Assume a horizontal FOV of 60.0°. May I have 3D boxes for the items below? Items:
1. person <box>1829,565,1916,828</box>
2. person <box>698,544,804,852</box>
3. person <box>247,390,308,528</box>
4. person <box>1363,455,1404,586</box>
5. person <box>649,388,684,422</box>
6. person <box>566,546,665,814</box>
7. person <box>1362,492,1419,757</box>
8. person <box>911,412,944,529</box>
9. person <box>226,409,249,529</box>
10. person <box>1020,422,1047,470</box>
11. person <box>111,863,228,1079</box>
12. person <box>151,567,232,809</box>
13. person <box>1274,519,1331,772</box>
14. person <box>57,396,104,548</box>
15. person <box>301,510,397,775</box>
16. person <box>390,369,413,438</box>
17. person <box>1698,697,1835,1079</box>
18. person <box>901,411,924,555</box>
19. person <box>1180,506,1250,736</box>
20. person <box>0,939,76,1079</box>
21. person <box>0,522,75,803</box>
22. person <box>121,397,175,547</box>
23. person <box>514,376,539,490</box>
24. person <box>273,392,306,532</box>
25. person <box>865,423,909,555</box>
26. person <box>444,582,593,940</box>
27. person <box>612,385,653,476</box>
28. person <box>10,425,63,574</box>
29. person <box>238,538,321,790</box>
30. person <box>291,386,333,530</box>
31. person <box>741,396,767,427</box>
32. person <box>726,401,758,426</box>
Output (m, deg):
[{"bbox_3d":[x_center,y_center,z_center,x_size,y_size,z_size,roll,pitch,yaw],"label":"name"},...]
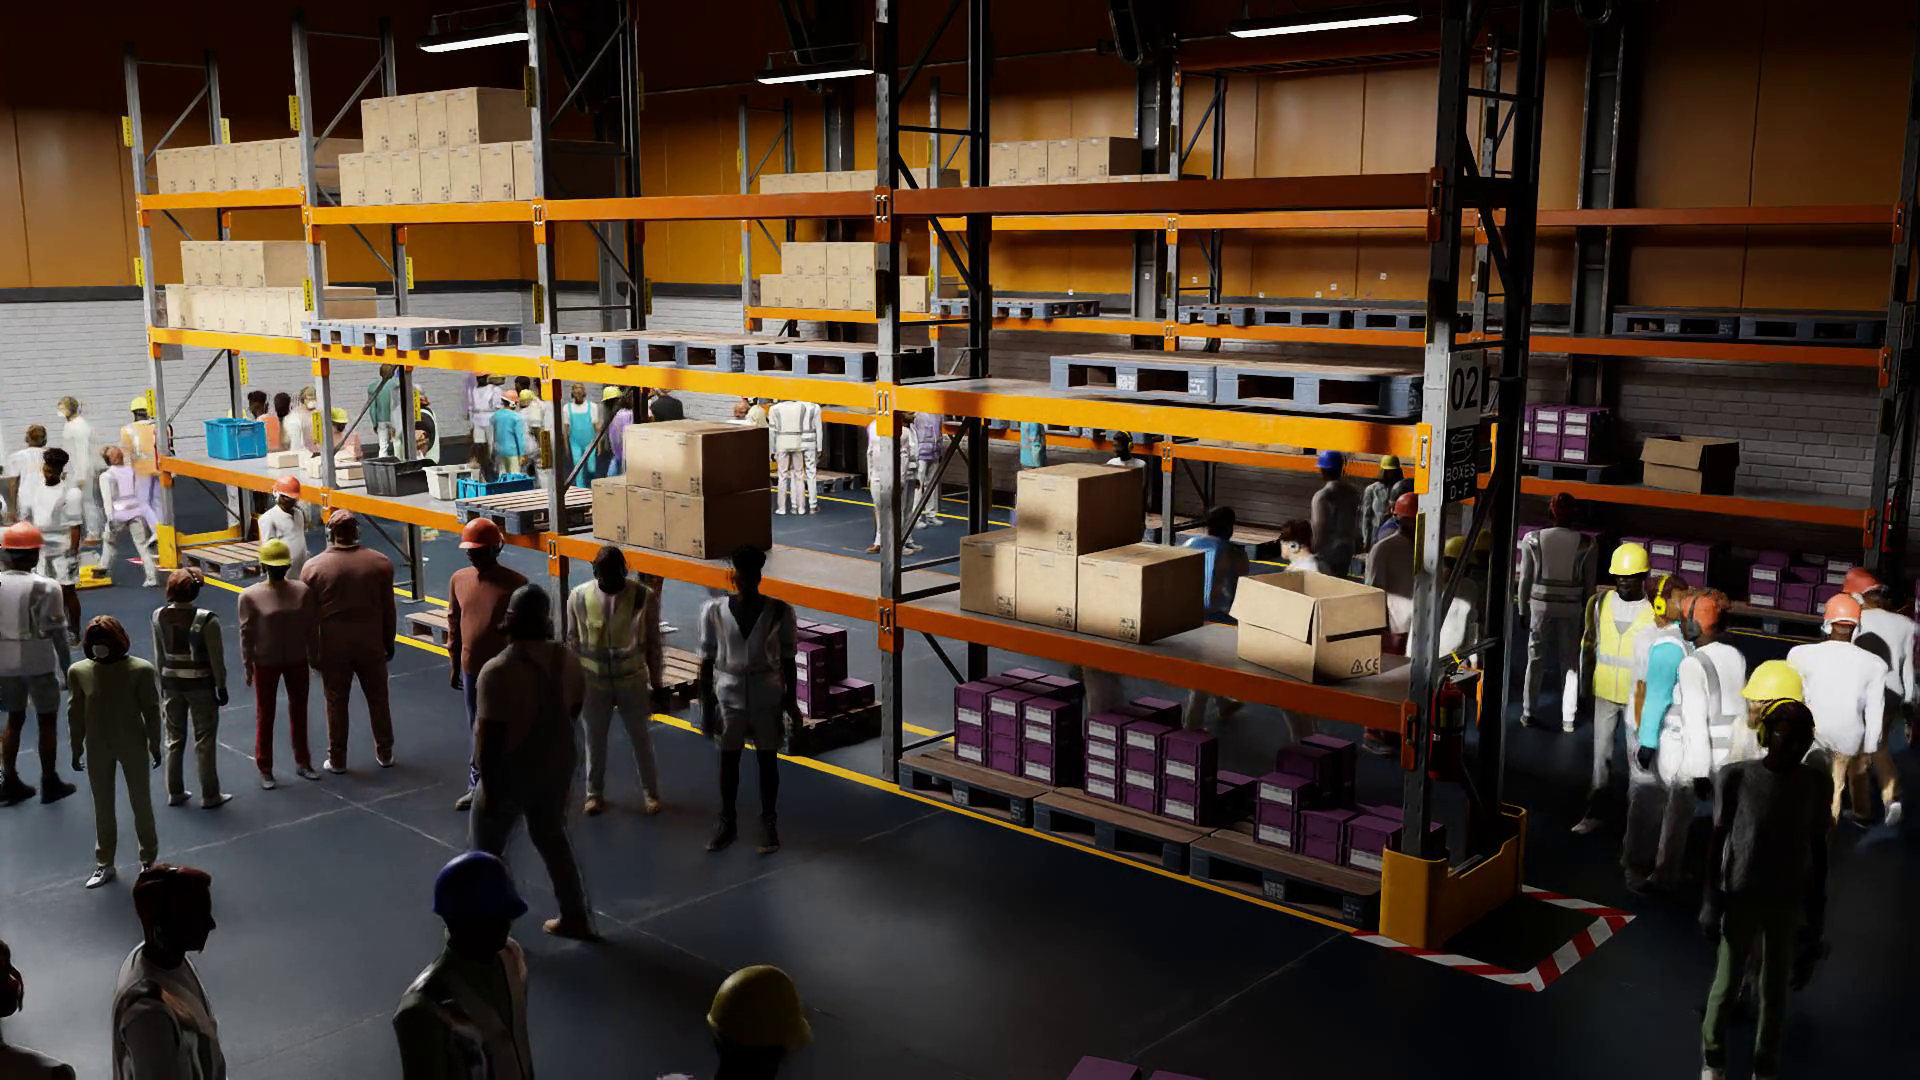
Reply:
[{"bbox_3d":[5.867,1.026,10.754,0.583,1.724,0.452,0,10,-2],"label":"person"},{"bbox_3d":[-1.319,0.987,10.381,0.661,1.957,0.385,0,10,-3],"label":"person"},{"bbox_3d":[-8.929,-0.980,21.532,0.734,1.942,0.617,3,10,15],"label":"person"},{"bbox_3d":[4.241,0.001,16.527,0.486,1.744,0.294,0,10,2],"label":"person"},{"bbox_3d":[-4.273,-1.400,23.910,1.035,1.930,0.634,7,12,36],"label":"person"},{"bbox_3d":[-2.289,0.939,11.059,0.651,1.825,0.432,-1,10,-5],"label":"person"},{"bbox_3d":[3.291,0.620,12.356,0.613,1.984,0.409,-5,11,-28],"label":"person"},{"bbox_3d":[-0.455,-1.135,22.360,0.377,1.950,0.612,10,14,44],"label":"person"},{"bbox_3d":[-9.250,-0.845,21.351,0.324,1.734,0.492,-1,10,-7],"label":"person"},{"bbox_3d":[0.959,-0.954,21.077,0.372,2.042,0.615,-1,10,-8],"label":"person"},{"bbox_3d":[-2.481,1.923,5.285,0.360,1.877,0.588,-4,11,-21],"label":"person"},{"bbox_3d":[-5.178,0.997,11.209,0.514,1.631,0.312,2,10,12],"label":"person"},{"bbox_3d":[2.350,0.785,11.673,0.427,1.887,0.669,5,11,26],"label":"person"},{"bbox_3d":[-10.981,-0.843,20.764,0.444,1.928,0.677,-7,12,-36],"label":"person"},{"bbox_3d":[-4.393,0.729,11.992,0.642,1.899,0.394,-5,11,-28],"label":"person"},{"bbox_3d":[-8.638,-1.777,26.036,0.605,1.939,0.417,2,10,14],"label":"person"},{"bbox_3d":[3.510,1.584,7.264,0.541,1.861,0.332,1,10,8],"label":"person"},{"bbox_3d":[-0.663,-0.766,20.470,0.356,1.883,0.574,4,11,24],"label":"person"},{"bbox_3d":[1.995,0.623,12.894,0.655,1.786,0.985,10,14,44],"label":"person"},{"bbox_3d":[-2.741,2.031,4.748,0.569,1.849,0.384,1,10,4],"label":"person"},{"bbox_3d":[-6.302,0.837,11.263,0.579,1.928,0.406,0,10,-1],"label":"person"},{"bbox_3d":[-10.224,-0.858,20.994,0.715,1.885,0.618,7,12,35],"label":"person"},{"bbox_3d":[-6.288,-1.470,24.409,0.413,1.899,0.606,-2,10,-13],"label":"person"},{"bbox_3d":[-8.822,-0.996,21.764,0.511,1.880,0.666,-9,13,-41],"label":"person"},{"bbox_3d":[-0.894,-0.758,20.282,0.645,1.936,0.368,9,13,42],"label":"person"},{"bbox_3d":[-2.372,1.183,9.002,0.726,2.000,0.725,7,12,34],"label":"person"},{"bbox_3d":[-4.456,-1.183,22.711,0.639,1.918,0.680,0,10,0],"label":"person"},{"bbox_3d":[-10.224,-0.371,18.454,0.533,1.796,0.747,-5,11,-26],"label":"person"},{"bbox_3d":[-4.742,0.855,11.638,0.533,1.765,0.331,-8,13,-40],"label":"person"},{"bbox_3d":[-8.681,-1.100,22.251,0.634,1.929,0.380,-9,13,-41],"label":"person"},{"bbox_3d":[-3.020,-1.372,24.298,0.353,1.741,0.567,3,10,16],"label":"person"},{"bbox_3d":[-3.027,-1.120,23.170,0.518,1.639,0.340,1,10,7],"label":"person"}]
